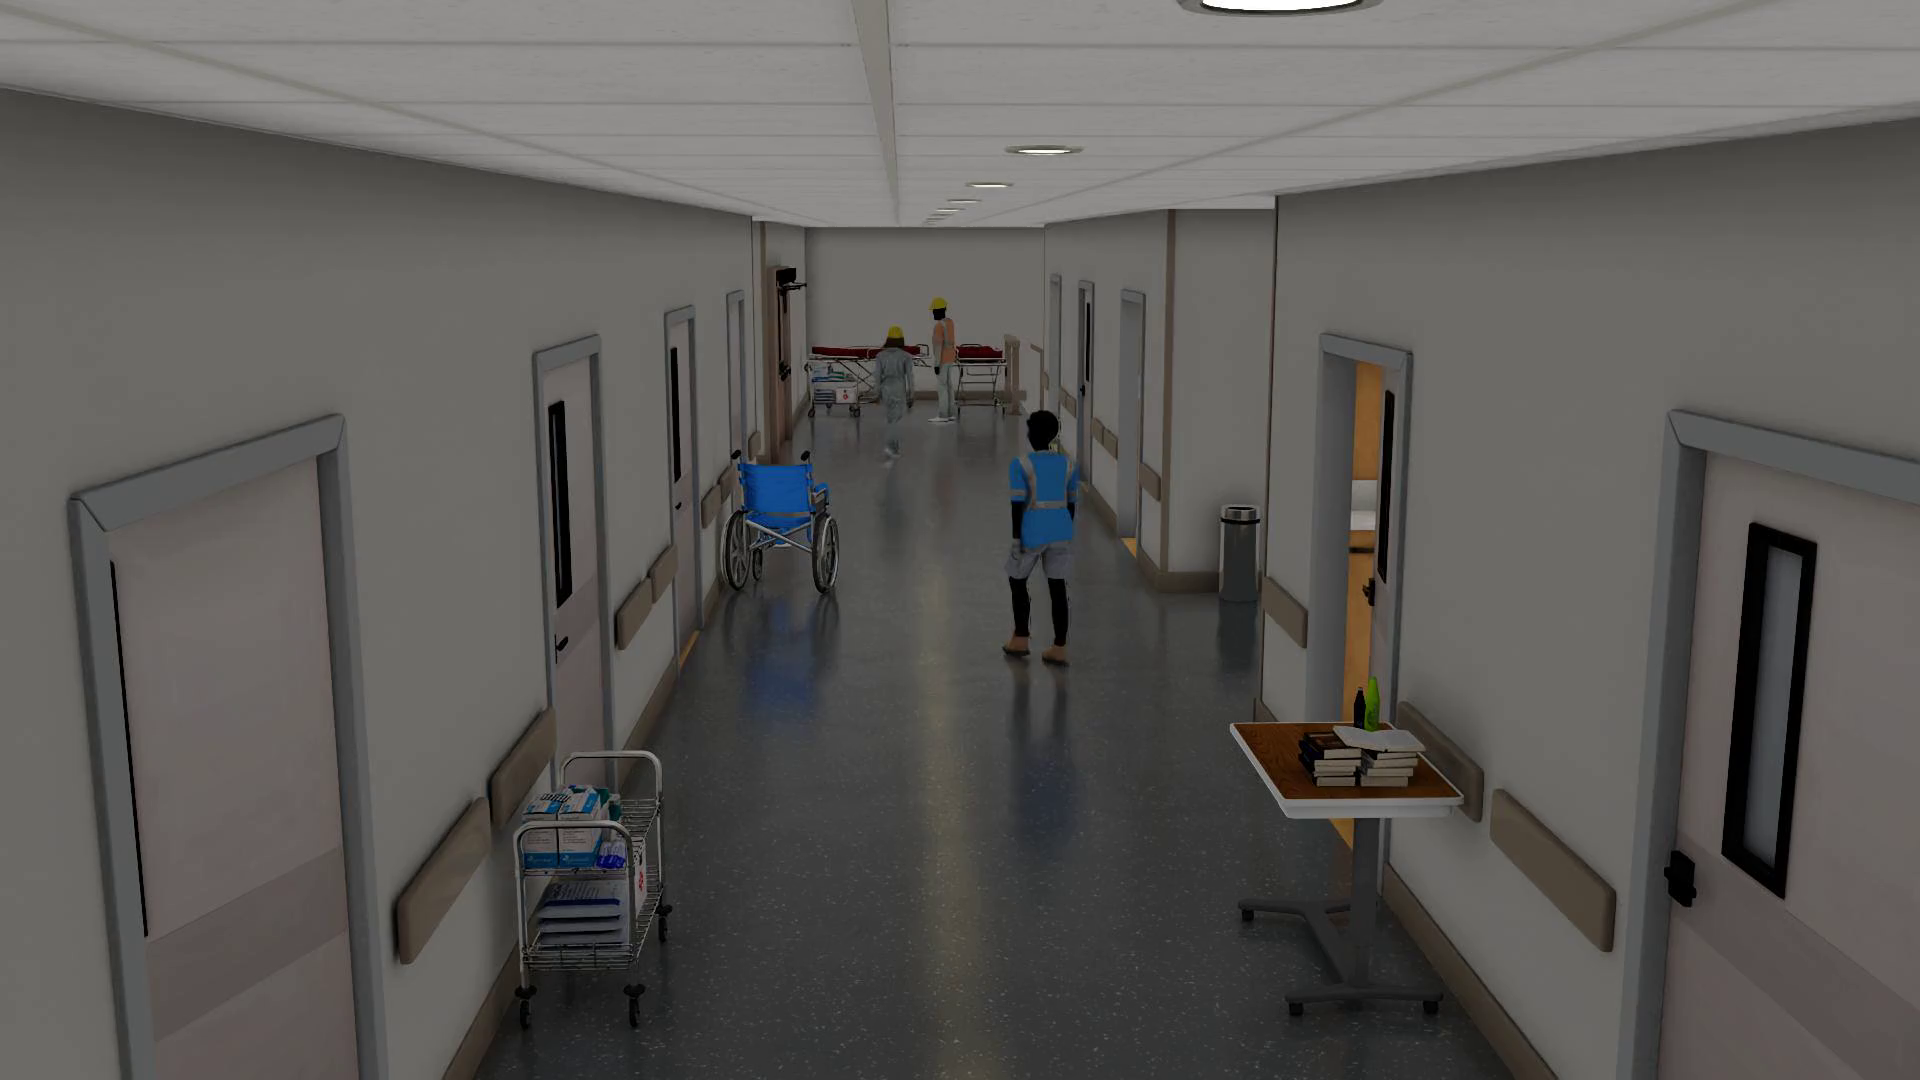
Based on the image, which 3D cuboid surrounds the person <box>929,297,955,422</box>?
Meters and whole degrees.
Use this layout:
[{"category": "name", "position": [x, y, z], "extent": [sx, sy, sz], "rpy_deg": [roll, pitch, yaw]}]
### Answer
[{"category": "person", "position": [-0.283, -2.774, 25.664], "extent": [0.393, 1.918, 0.585], "rpy_deg": [4, 11, 20]}]

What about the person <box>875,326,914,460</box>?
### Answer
[{"category": "person", "position": [-0.859, -1.881, 21.284], "extent": [0.493, 1.709, 0.859], "rpy_deg": [3, 11, 16]}]

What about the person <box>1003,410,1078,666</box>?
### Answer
[{"category": "person", "position": [0.535, -0.023, 11.012], "extent": [0.546, 1.660, 0.652], "rpy_deg": [-5, 11, -26]}]
